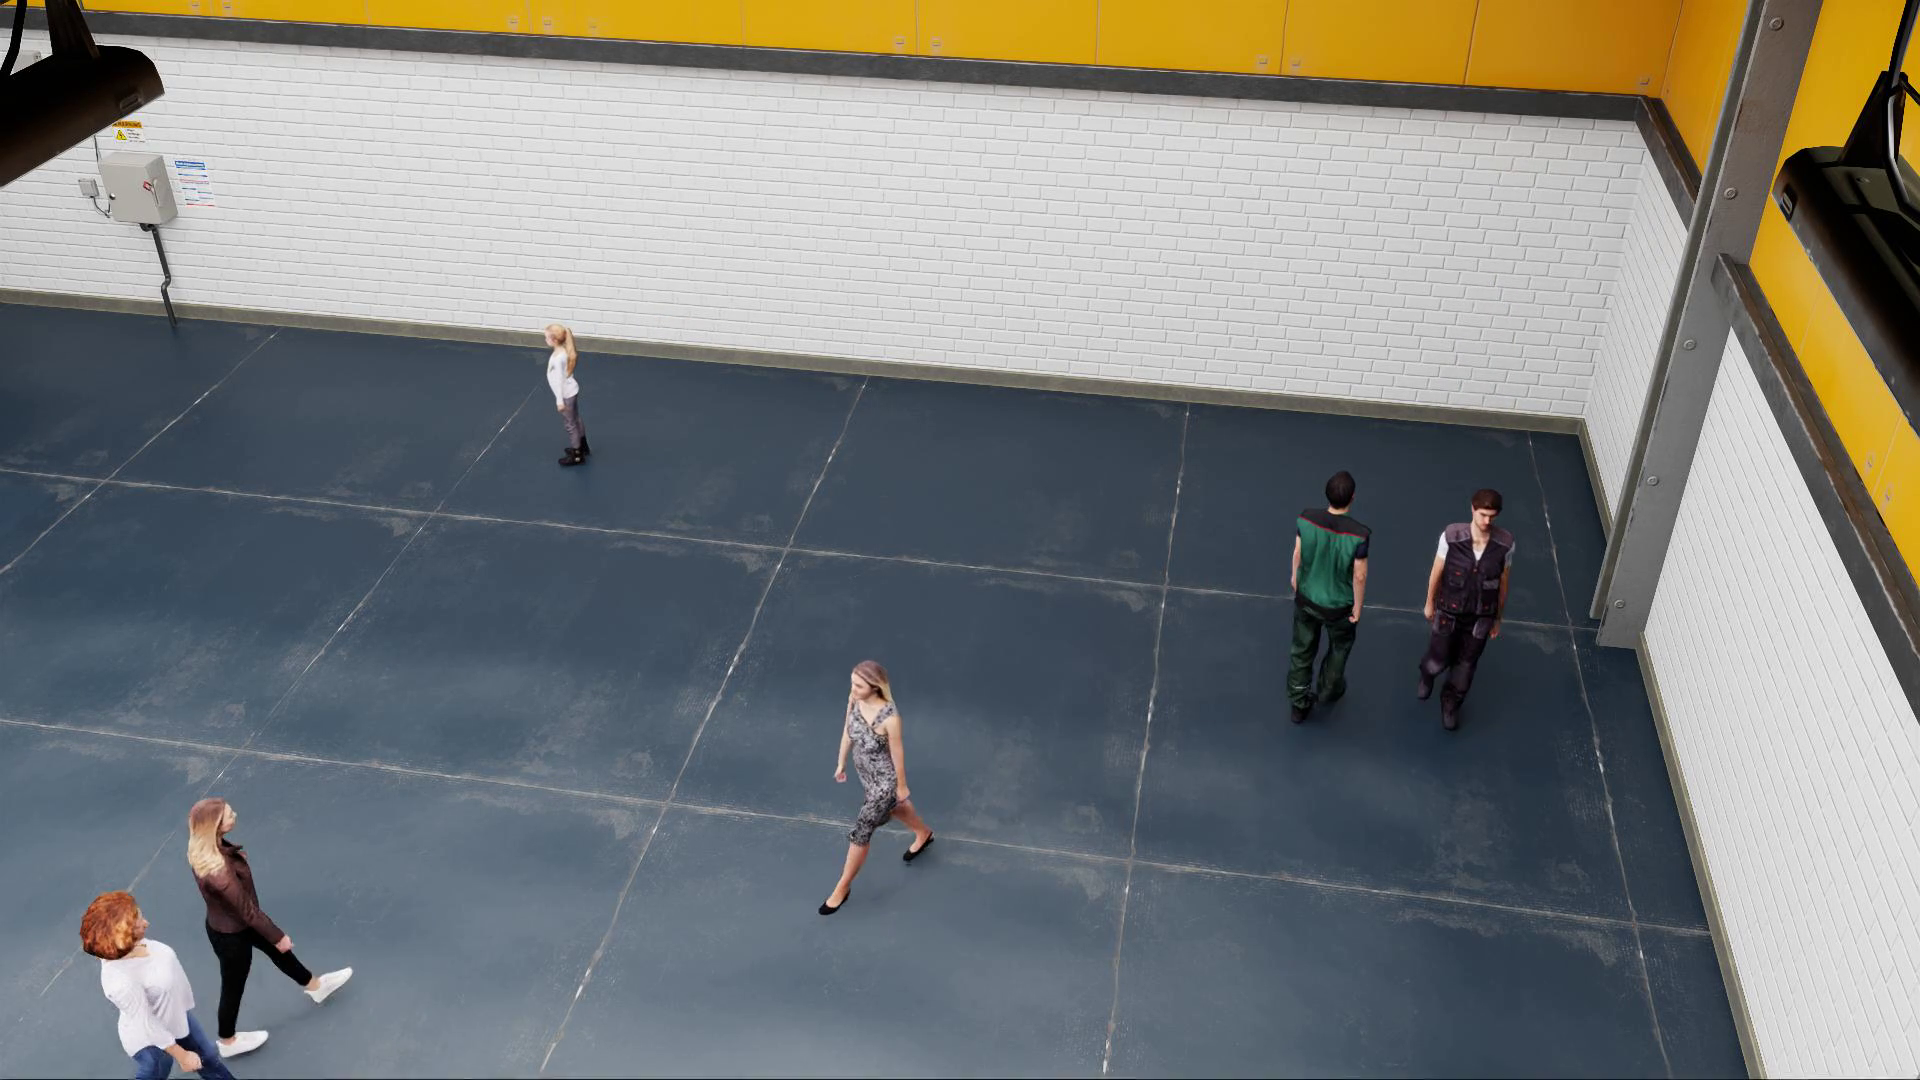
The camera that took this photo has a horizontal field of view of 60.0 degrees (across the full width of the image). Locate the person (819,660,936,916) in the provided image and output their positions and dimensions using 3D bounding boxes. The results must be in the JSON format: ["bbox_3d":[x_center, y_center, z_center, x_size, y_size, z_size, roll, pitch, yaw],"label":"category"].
[{"bbox_3d":[-0.409,1.360,9.780,1.163,1.653,1.072,-23,40,-30],"label":"person"}]

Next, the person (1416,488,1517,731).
[{"bbox_3d":[3.348,0.404,11.050,0.642,1.841,0.704,5,34,7],"label":"person"}]

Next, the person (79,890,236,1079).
[{"bbox_3d":[-4.034,2.422,8.162,0.965,1.677,1.053,-8,34,-12],"label":"person"}]

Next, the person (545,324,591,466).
[{"bbox_3d":[-3.307,-1.239,14.030,0.575,1.277,0.472,-1,34,-1],"label":"person"}]

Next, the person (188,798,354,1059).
[{"bbox_3d":[-3.873,2.079,8.686,1.047,1.667,1.018,-18,38,-25],"label":"person"}]

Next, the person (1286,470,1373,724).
[{"bbox_3d":[2.380,0.423,10.979,0.848,1.887,0.910,19,38,26],"label":"person"}]
